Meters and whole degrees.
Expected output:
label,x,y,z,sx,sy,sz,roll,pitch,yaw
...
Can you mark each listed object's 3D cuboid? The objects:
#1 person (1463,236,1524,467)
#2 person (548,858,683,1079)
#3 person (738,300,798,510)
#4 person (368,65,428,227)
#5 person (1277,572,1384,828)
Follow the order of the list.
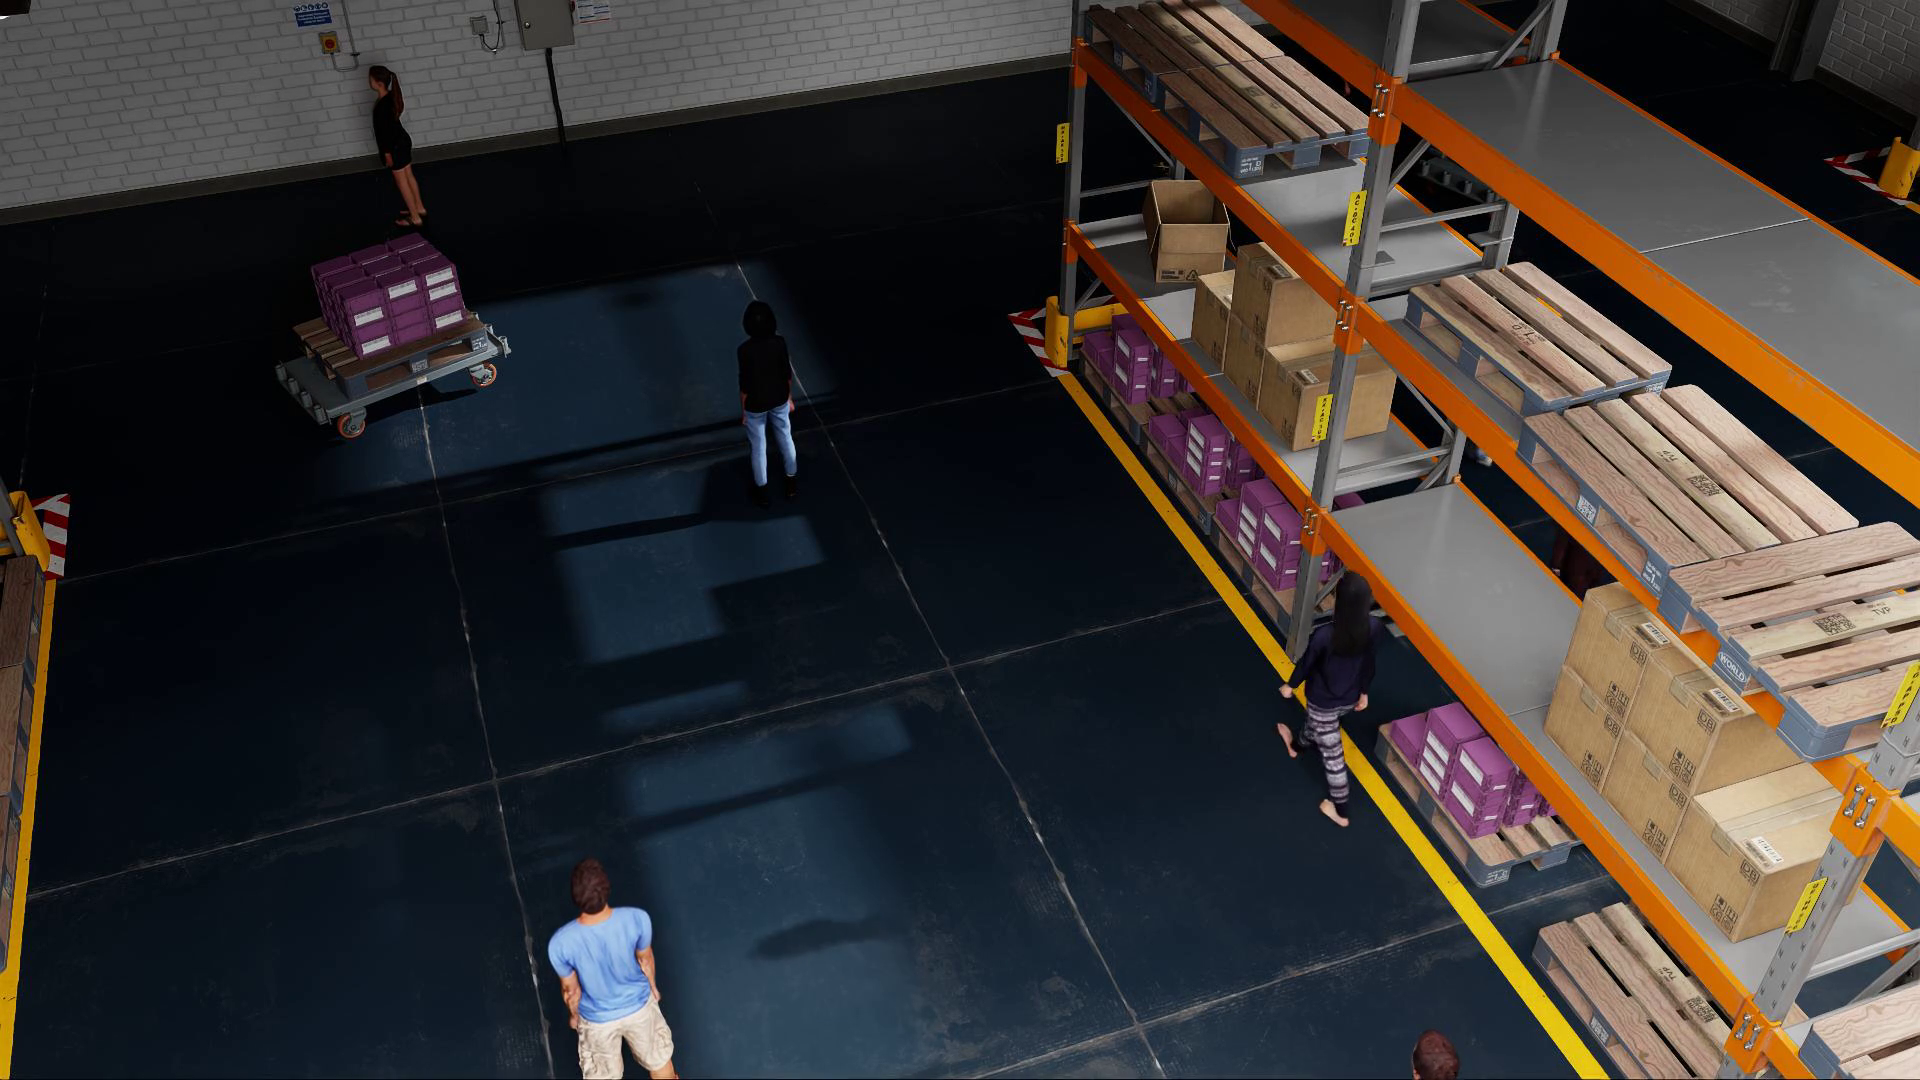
label,x,y,z,sx,sy,sz,roll,pitch,yaw
person,4.034,-1.366,12.444,0.720,1.826,1.046,-15,41,-18
person,-1.642,2.212,7.935,0.660,1.862,0.570,-15,41,-18
person,-1.405,-0.985,12.068,0.588,1.702,0.558,-17,42,-20
person,-5.285,-3.713,15.601,0.661,1.556,0.582,2,39,3
person,2.202,0.958,9.645,0.664,1.689,1.069,-16,41,-19
